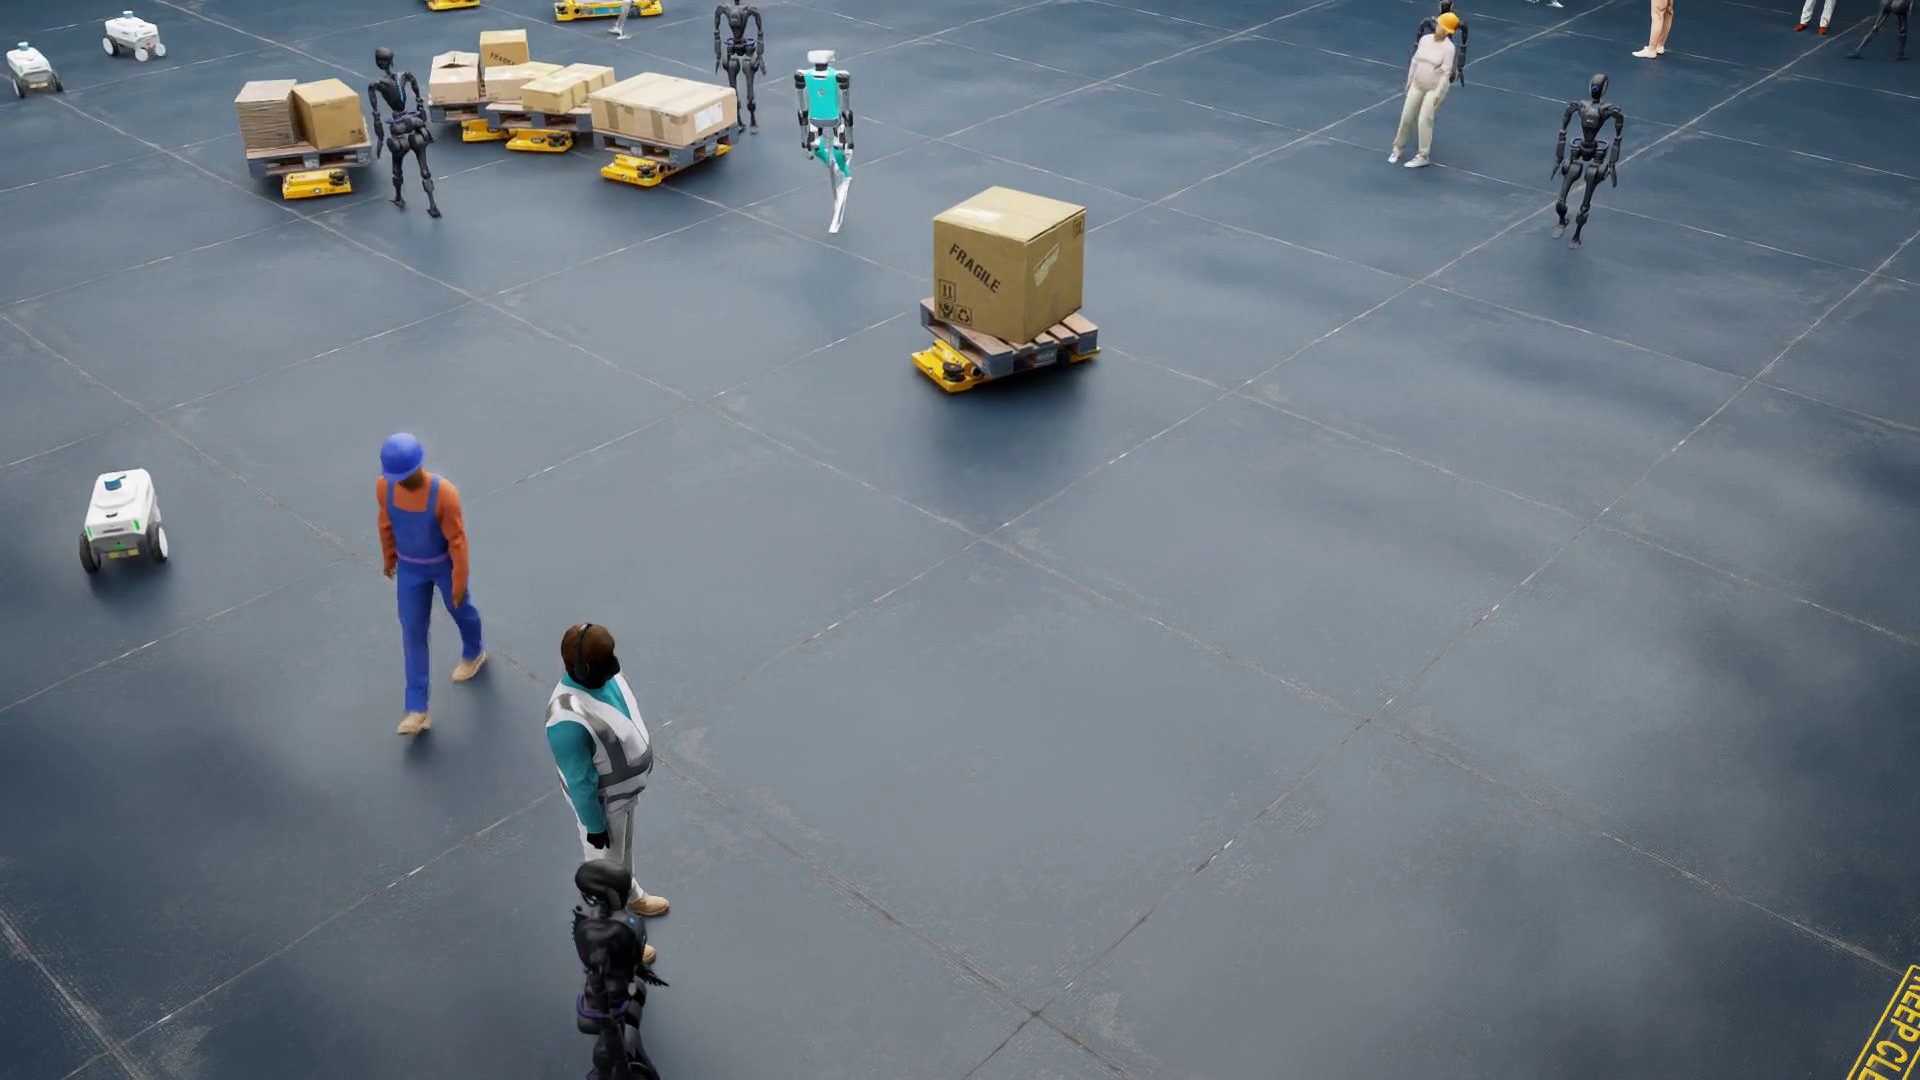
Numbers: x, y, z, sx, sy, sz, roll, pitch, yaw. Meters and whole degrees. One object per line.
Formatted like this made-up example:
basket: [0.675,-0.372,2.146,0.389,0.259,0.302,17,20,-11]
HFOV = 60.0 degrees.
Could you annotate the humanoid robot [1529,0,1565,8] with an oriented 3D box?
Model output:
humanoid robot: [8.331,-8.263,23.175,0.763,1.891,0.553,22,38,31]

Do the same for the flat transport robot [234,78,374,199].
flat transport robot: [-6.798,-3.929,17.481,0.659,0.231,1.431,-11,33,-17]

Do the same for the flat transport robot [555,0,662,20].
flat transport robot: [-4.896,-7.435,23.126,1.431,0.231,0.659,-8,33,-12]

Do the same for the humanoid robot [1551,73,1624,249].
humanoid robot: [5.861,-3.532,15.508,0.603,1.649,0.362,16,35,24]

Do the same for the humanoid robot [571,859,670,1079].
humanoid robot: [-1.432,1.920,6.786,0.758,1.652,0.609,-1,32,-1]

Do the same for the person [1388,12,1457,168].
person: [4.881,-4.725,17.455,0.380,1.652,0.549,-27,41,-36]

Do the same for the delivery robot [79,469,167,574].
delivery robot: [-5.605,-0.147,11.128,0.499,0.603,0.794,-9,33,-15]

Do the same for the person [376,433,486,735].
person: [-3.042,0.186,9.373,0.590,1.825,1.007,3,32,4]

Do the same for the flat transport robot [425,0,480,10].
flat transport robot: [-7.380,-7.850,23.795,0.659,0.231,1.431,-16,35,-23]

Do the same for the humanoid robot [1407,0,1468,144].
humanoid robot: [5.209,-5.141,18.124,0.613,1.633,0.645,7,32,10]

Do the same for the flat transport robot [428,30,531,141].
flat transport robot: [-5.370,-4.859,18.979,0.659,0.231,1.431,-6,32,-10]

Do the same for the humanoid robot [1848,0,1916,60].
humanoid robot: [11.773,-6.853,20.921,0.784,1.640,0.601,-4,32,-7]

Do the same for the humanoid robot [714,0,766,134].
humanoid robot: [-2.441,-5.363,18.448,0.590,1.650,0.339,4,32,7]

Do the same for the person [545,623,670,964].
person: [-1.637,1.165,7.788,0.429,1.844,0.626,2,32,4]

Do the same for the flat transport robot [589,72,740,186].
flat transport robot: [-3.136,-4.125,17.796,0.659,0.231,1.431,17,36,26]

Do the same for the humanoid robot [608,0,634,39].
humanoid robot: [-4.549,-7.486,21.835,0.800,1.798,0.557,3,32,4]

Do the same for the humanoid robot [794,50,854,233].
humanoid robot: [-1.224,-3.944,16.141,0.552,1.791,0.912,5,32,8]

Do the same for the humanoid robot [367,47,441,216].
humanoid robot: [-5.484,-4.022,16.313,0.707,1.625,0.597,25,40,34]

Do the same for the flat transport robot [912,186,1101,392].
flat transport robot: [0.373,-1.573,13.686,1.431,0.231,0.659,-17,35,-25]

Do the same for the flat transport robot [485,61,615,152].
flat transport robot: [-4.524,-4.671,18.676,0.659,0.231,1.431,5,32,7]

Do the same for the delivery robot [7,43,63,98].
delivery robot: [-11.186,-5.676,20.006,0.499,0.577,0.769,-22,38,-31]

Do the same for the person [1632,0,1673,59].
person: [8.889,-7.036,20.962,0.518,1.876,0.349,-26,40,-36]

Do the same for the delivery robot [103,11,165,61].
delivery robot: [-10.597,-6.456,21.294,0.782,0.611,0.509,21,37,30]

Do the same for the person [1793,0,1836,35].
person: [11.499,-7.619,21.948,0.501,1.828,0.369,23,39,32]
